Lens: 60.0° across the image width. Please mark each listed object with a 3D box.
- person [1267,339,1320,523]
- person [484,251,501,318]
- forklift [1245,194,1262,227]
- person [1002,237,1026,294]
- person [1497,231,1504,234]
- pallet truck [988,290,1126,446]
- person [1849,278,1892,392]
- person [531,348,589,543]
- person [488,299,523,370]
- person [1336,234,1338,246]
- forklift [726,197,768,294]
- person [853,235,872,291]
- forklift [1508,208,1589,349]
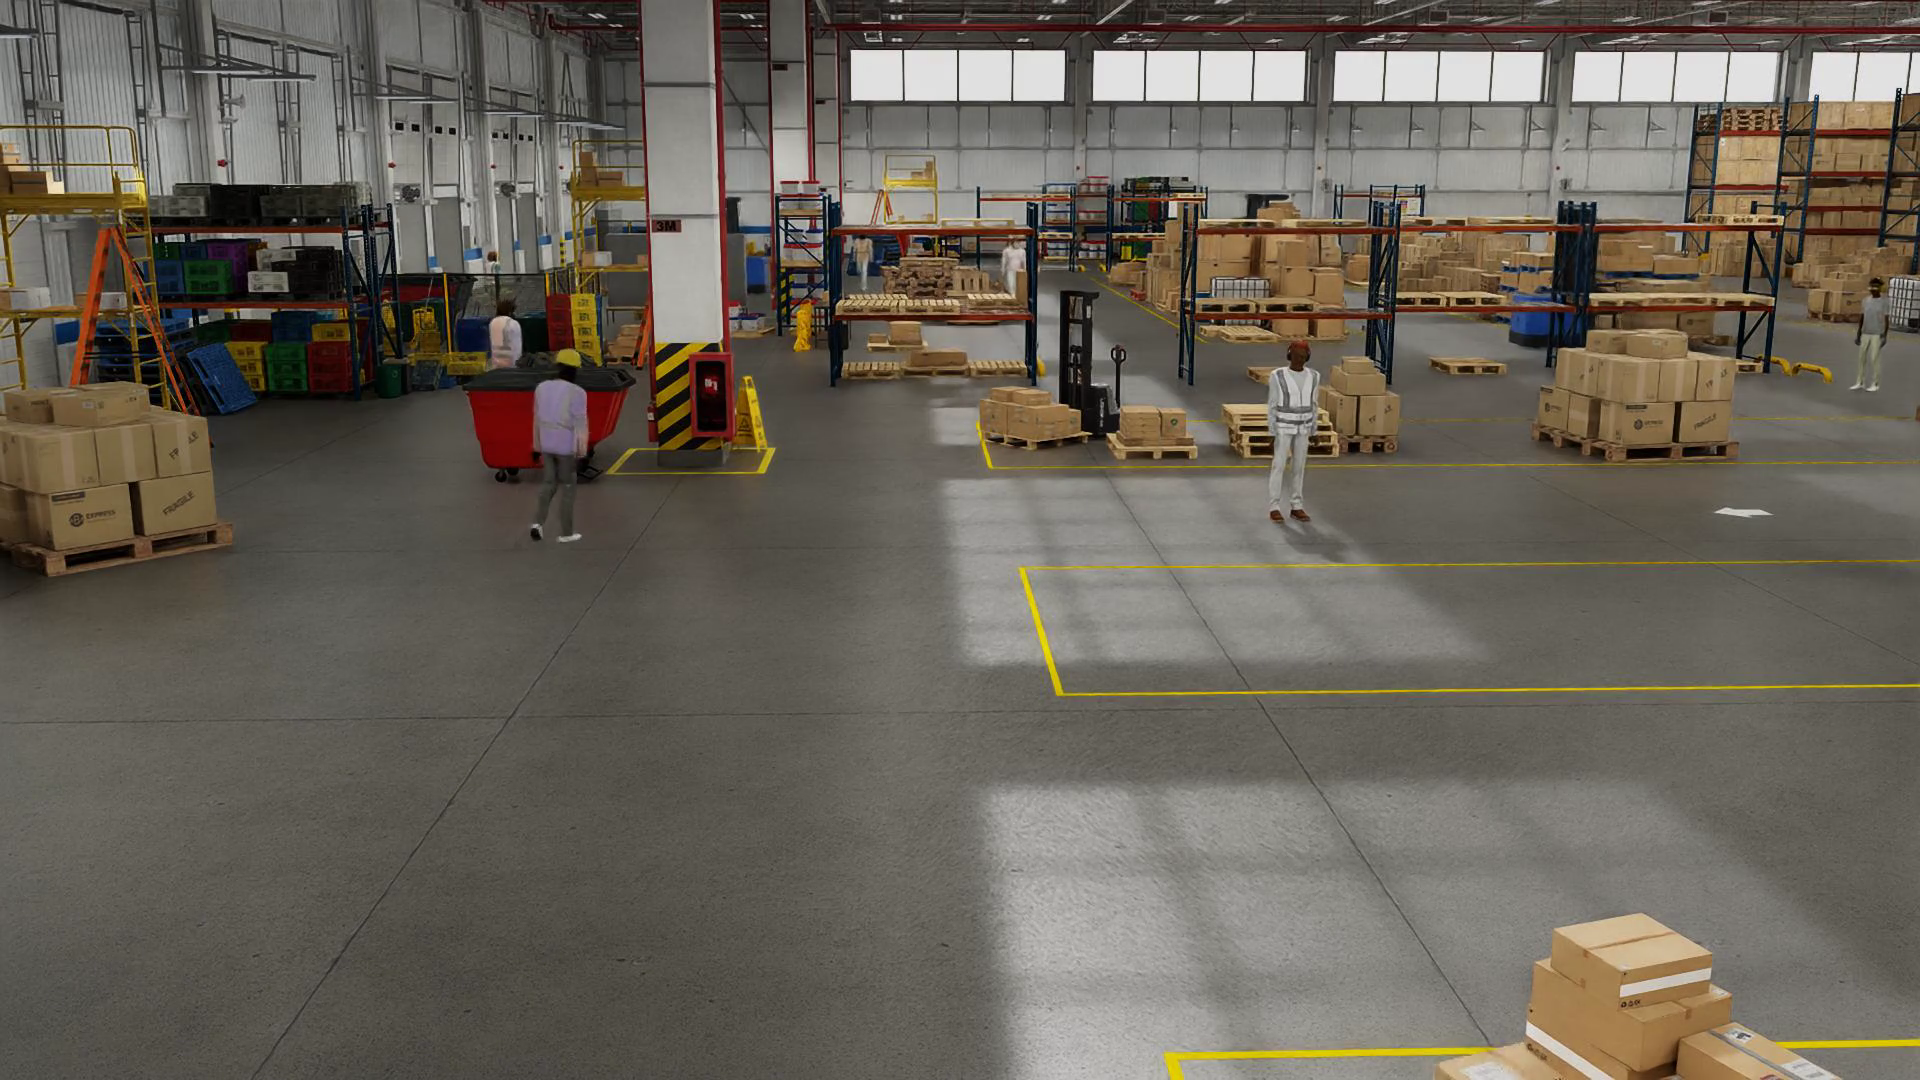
[{"bbox_3d":[3.409,-1.115,17.017,0.573,1.887,0.354,-4,13,-16],"label":"person"},{"bbox_3d":[-11.482,-6.269,40.874,0.526,1.631,0.317,10,16,37],"label":"person"},{"bbox_3d":[9.654,-9.989,54.820,1.873,2.768,1.129,0,12,-2],"label":"forklift"},{"bbox_3d":[1.432,-6.966,43.475,0.637,1.882,1.039,-3,13,-13],"label":"person"},{"bbox_3d":[17.291,-9.169,53.245,0.648,1.936,1.045,-4,13,-16],"label":"person"},{"bbox_3d":[1.257,-2.299,22.111,1.885,1.965,0.823,-9,15,-35],"label":"pallet truck"},{"bbox_3d":[14.927,-3.358,27.220,0.319,1.857,0.528,-7,14,-29],"label":"person"},{"bbox_3d":[-3.857,-0.904,16.077,0.625,1.890,0.592,6,14,24],"label":"person"},{"bbox_3d":[-6.388,-2.497,23.498,0.647,1.788,0.975,8,15,33],"label":"person"},{"bbox_3d":[12.363,-9.759,55.964,0.632,1.918,0.448,3,13,15],"label":"person"},{"bbox_3d":[-6.625,-8.602,48.560,1.873,2.768,1.129,0,12,-2],"label":"forklift"},{"bbox_3d":[-2.946,-8.492,50.268,0.600,1.904,0.410,3,13,12],"label":"person"},{"bbox_3d":[12.293,-5.317,33.725,1.873,2.768,1.129,0,12,-2],"label":"forklift"}]
